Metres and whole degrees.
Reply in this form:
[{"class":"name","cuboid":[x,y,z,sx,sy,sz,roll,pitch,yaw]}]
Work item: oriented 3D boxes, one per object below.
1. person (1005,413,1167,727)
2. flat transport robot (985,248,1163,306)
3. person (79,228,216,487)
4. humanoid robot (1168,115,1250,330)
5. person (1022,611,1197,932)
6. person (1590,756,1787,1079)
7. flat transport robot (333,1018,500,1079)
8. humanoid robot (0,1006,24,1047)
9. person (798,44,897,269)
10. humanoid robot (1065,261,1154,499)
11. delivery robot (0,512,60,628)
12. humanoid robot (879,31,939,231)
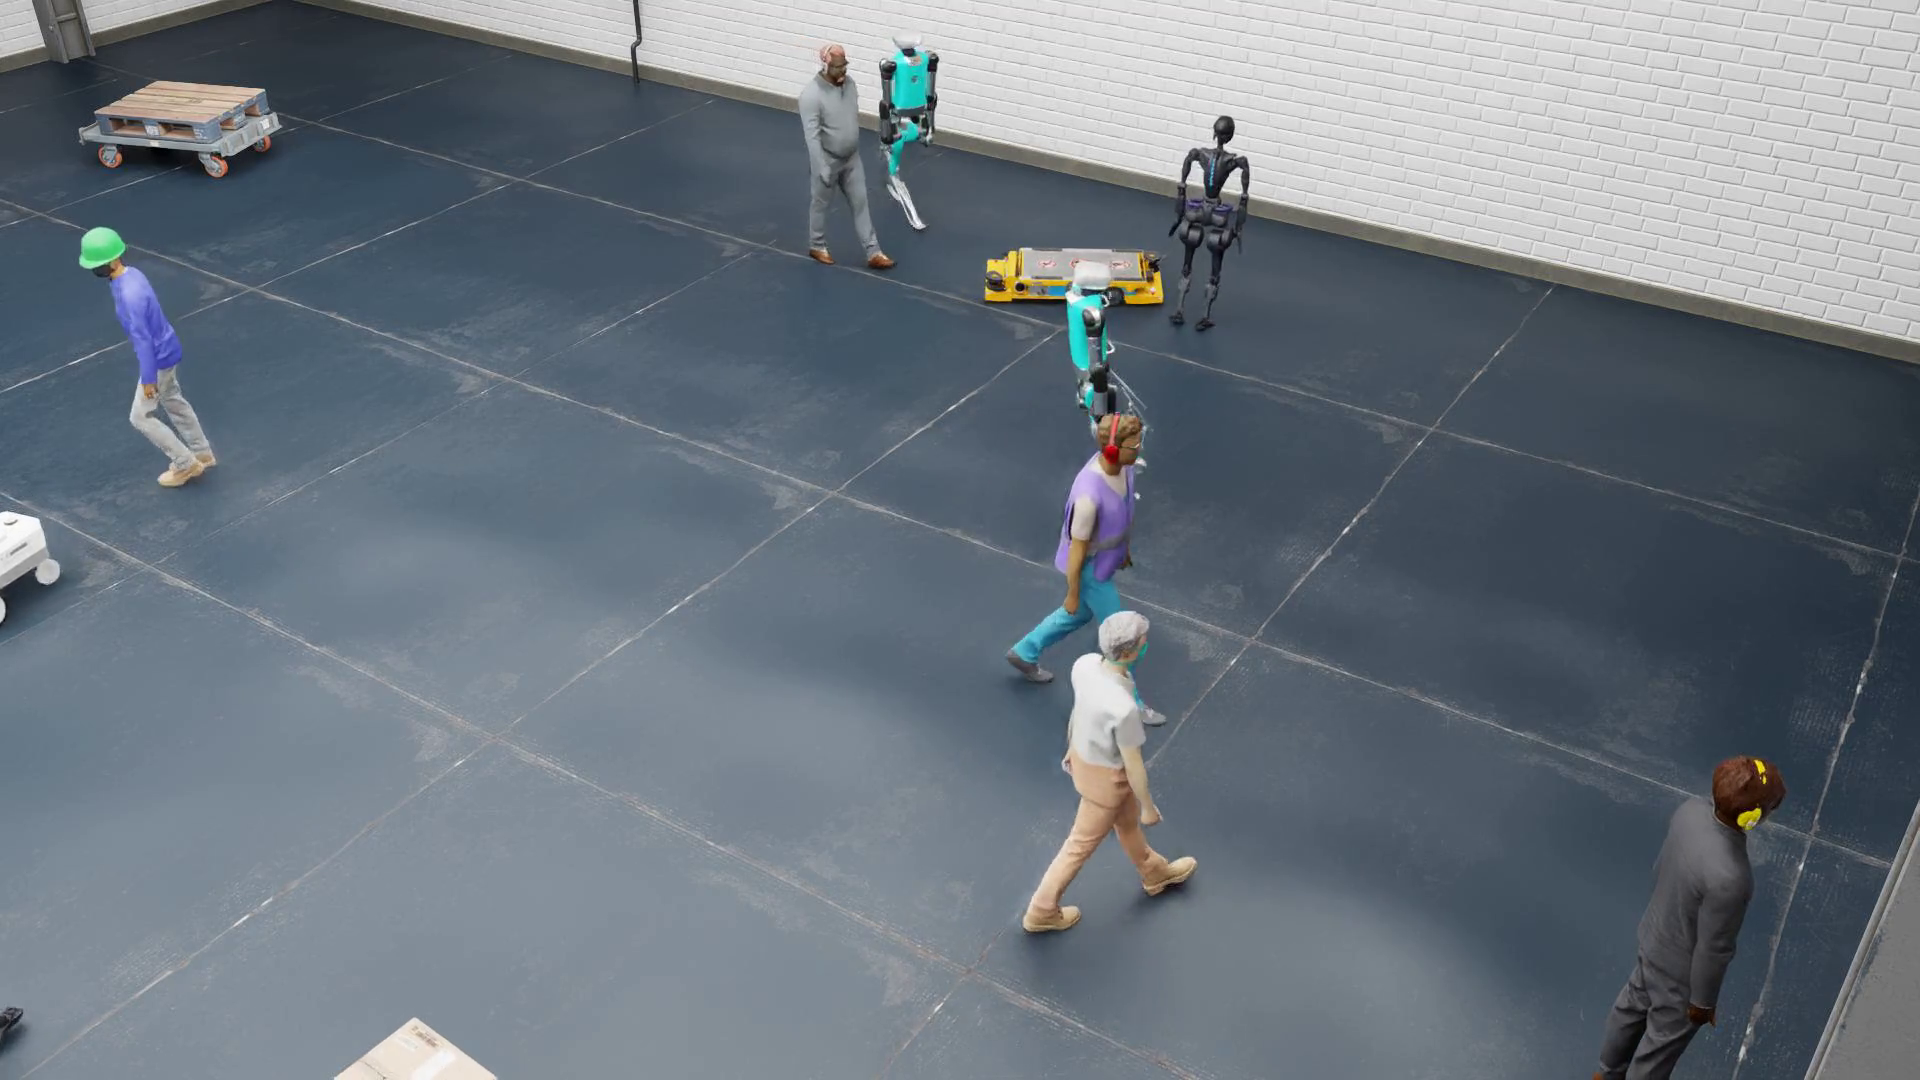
[{"class":"person","cuboid":[0.667,0.117,8.656,0.919,1.807,0.576,12,34,17]},{"class":"flat transport robot","cuboid":[0.931,-2.156,13.611,1.431,0.231,0.659,1,33,2]},{"class":"person","cuboid":[-5.146,-1.145,10.587,0.490,1.834,0.525,-18,37,-25]},{"class":"humanoid robot","cuboid":[1.889,-2.427,12.736,0.593,1.639,0.394,9,34,14]},{"class":"person","cuboid":[0.684,1.027,7.340,0.908,1.694,0.511,-10,34,-15]},{"class":"person","cuboid":[2.753,1.574,6.324,0.338,1.872,0.501,1,33,1]},{"class":"flat transport robot","cuboid":[-1.899,2.705,6.048,0.659,0.231,1.431,22,39,30]},{"class":"humanoid robot","cuboid":[-4.072,1.573,6.529,0.602,1.627,0.501,22,39,30]},{"class":"person","cuboid":[-0.960,-3.093,13.595,0.846,1.867,0.660,26,41,34]},{"class":"humanoid robot","cuboid":[1.027,-0.880,10.305,0.796,1.804,0.530,-5,33,-8]},{"class":"delivery robot","cuboid":[-5.727,0.175,9.736,0.499,0.612,0.814,11,34,17]},{"class":"humanoid robot","cuboid":[-0.570,-3.672,14.662,0.547,1.767,1.002,-15,36,-22]}]
